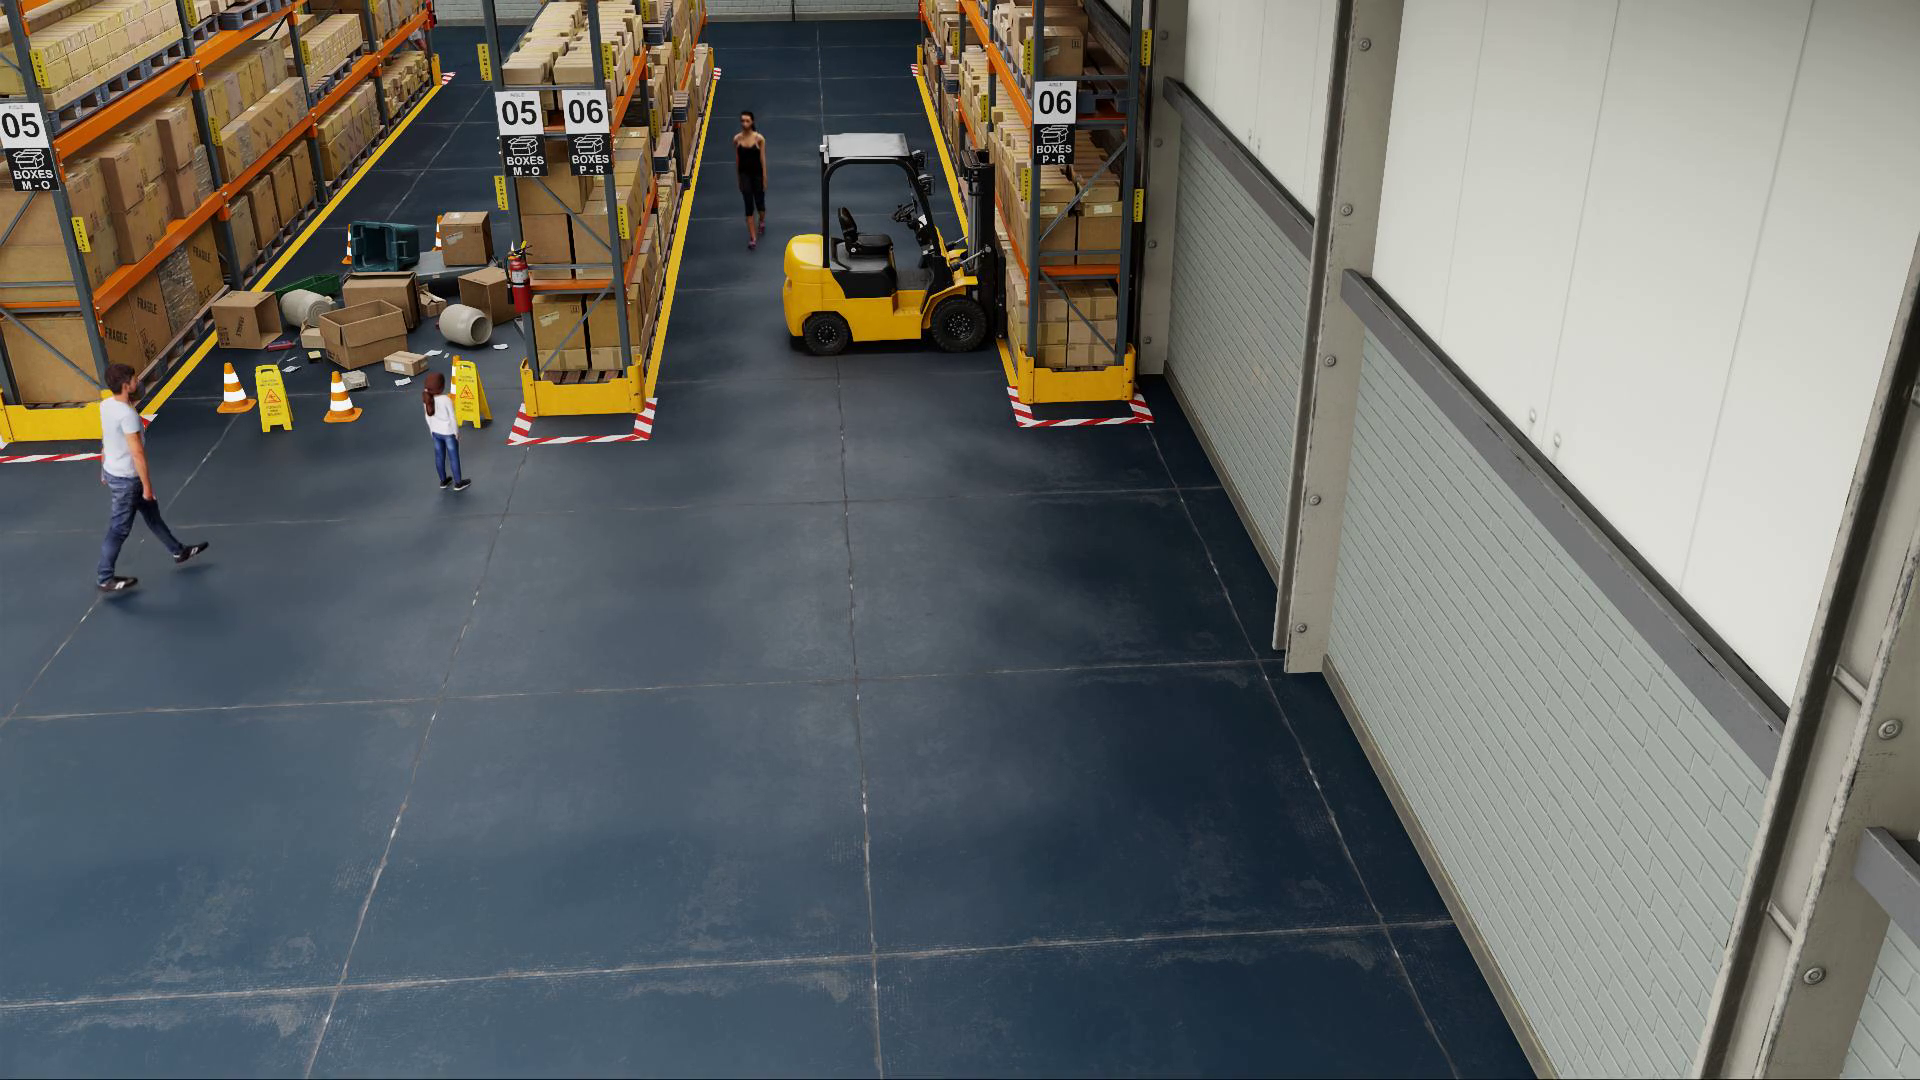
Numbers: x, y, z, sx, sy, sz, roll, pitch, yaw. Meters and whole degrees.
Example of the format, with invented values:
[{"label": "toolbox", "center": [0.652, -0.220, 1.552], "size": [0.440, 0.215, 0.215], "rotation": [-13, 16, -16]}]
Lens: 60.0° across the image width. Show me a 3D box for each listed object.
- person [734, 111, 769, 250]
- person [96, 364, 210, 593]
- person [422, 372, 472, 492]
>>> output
[{"label": "person", "center": [-2.647, -4.649, 21.363], "size": [0.653, 1.698, 1.095], "rotation": [1, 27, 2]}, {"label": "person", "center": [-6.644, -0.447, 13.088], "size": [1.167, 1.802, 1.183], "rotation": [-23, 35, -37]}, {"label": "person", "center": [-4.631, -0.989, 14.898], "size": [0.512, 1.110, 0.550], "rotation": [8, 28, 16]}]
